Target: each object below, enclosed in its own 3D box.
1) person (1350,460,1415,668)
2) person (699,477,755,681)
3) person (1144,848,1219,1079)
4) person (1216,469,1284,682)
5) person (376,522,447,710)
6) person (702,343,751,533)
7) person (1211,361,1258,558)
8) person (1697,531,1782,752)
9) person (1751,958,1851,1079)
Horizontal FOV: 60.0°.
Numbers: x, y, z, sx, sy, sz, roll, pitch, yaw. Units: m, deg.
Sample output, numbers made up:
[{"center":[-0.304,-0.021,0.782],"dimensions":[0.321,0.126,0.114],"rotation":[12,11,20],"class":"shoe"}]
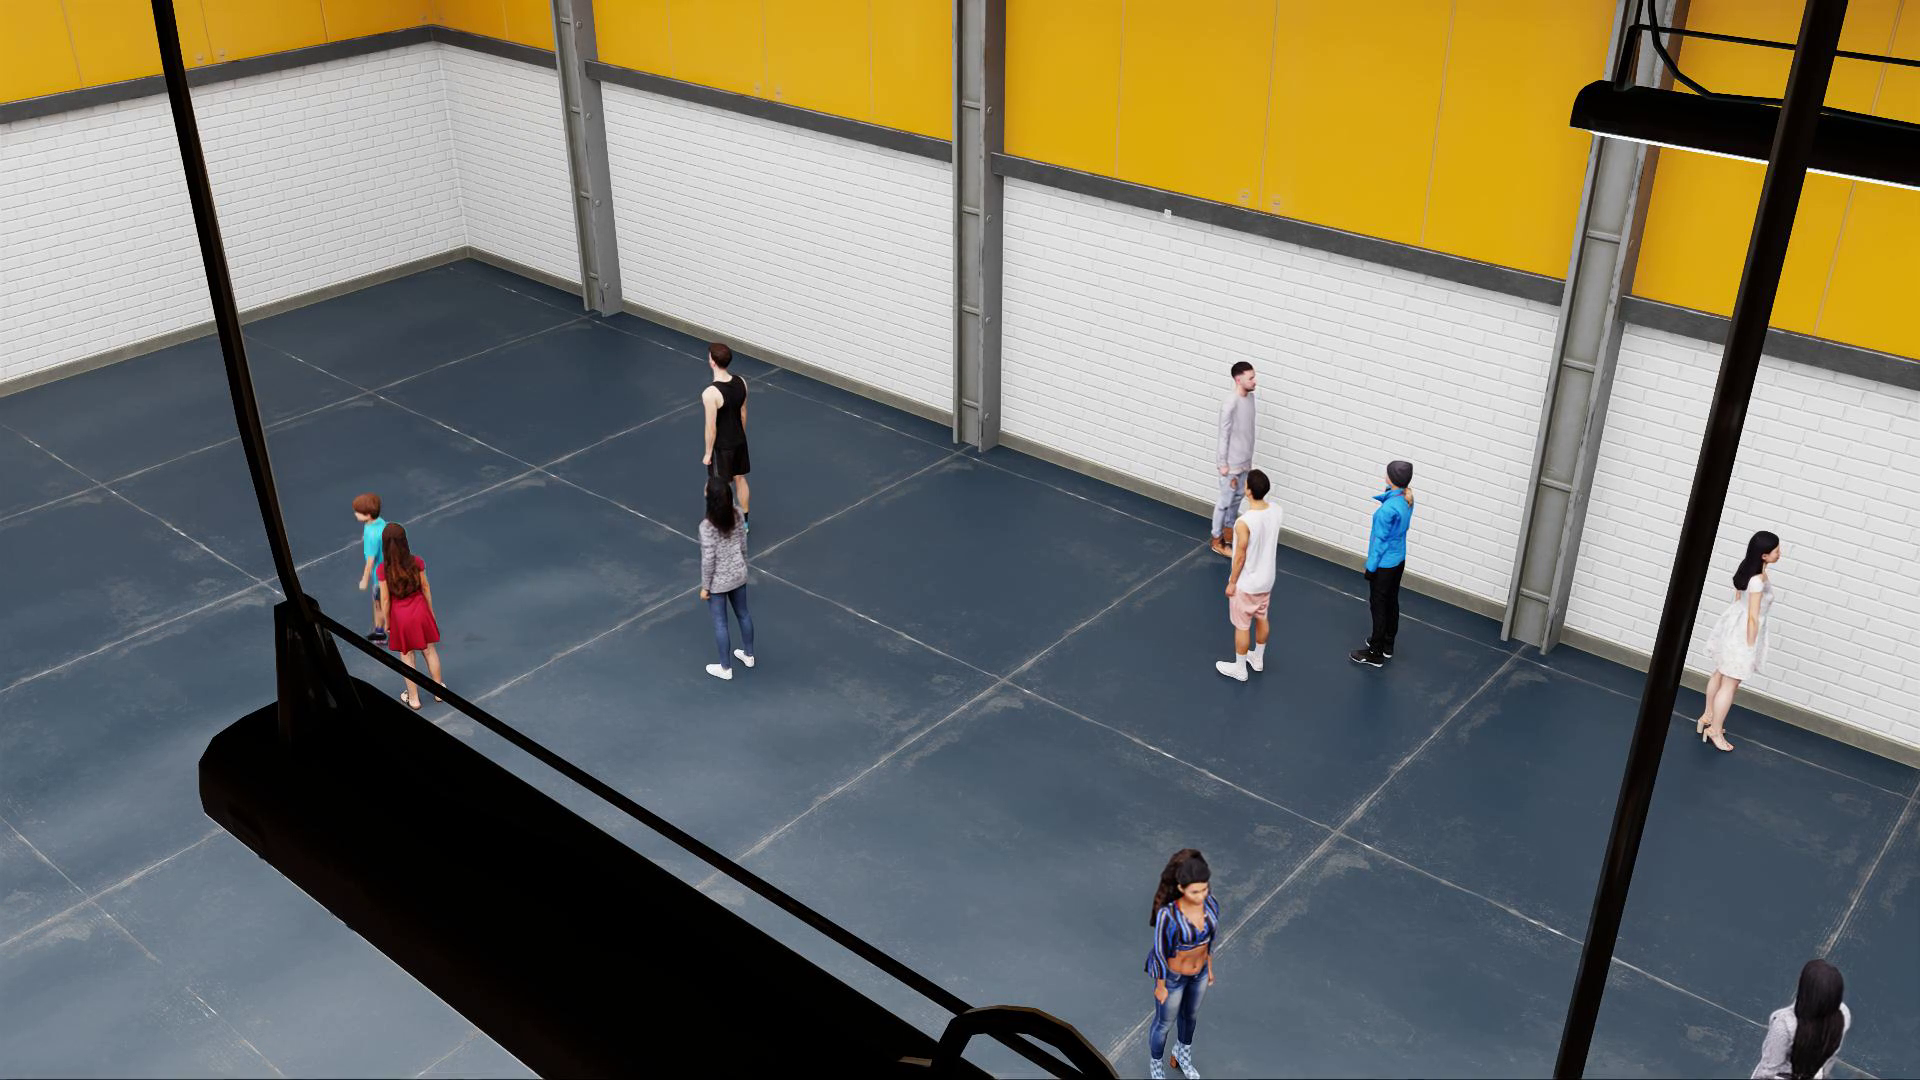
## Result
[{"center":[3.402,0.180,13.215],"dimensions":[0.517,1.797,0.617],"rotation":[23,36,36],"class":"person"},{"center":[-1.847,0.285,13.091],"dimensions":[0.518,1.733,0.610],"rotation":[24,36,36],"class":"person"},{"center":[1.242,2.420,9.299],"dimensions":[0.674,1.616,0.660],"rotation":[-15,32,-26],"class":"person"},{"center":[2.298,0.283,13.035],"dimensions":[0.691,1.788,0.655],"rotation":[-20,34,-32],"class":"person"},{"center":[-4.229,0.572,12.752],"dimensions":[0.623,1.552,0.680],"rotation":[-17,33,-28],"class":"person"},{"center":[-2.114,-0.889,15.077],"dimensions":[0.593,1.892,0.694],"rotation":[19,34,31],"class":"person"},{"center":[2.453,-0.748,14.873],"dimensions":[0.572,1.839,0.674],"rotation":[20,34,32],"class":"person"},{"center":[5.743,0.728,12.235],"dimensions":[0.788,1.774,0.761],"rotation":[6,29,11],"class":"person"},{"center":[4.201,2.811,8.469],"dimensions":[0.665,1.724,0.701],"rotation":[-5,29,-10],"class":"person"}]
